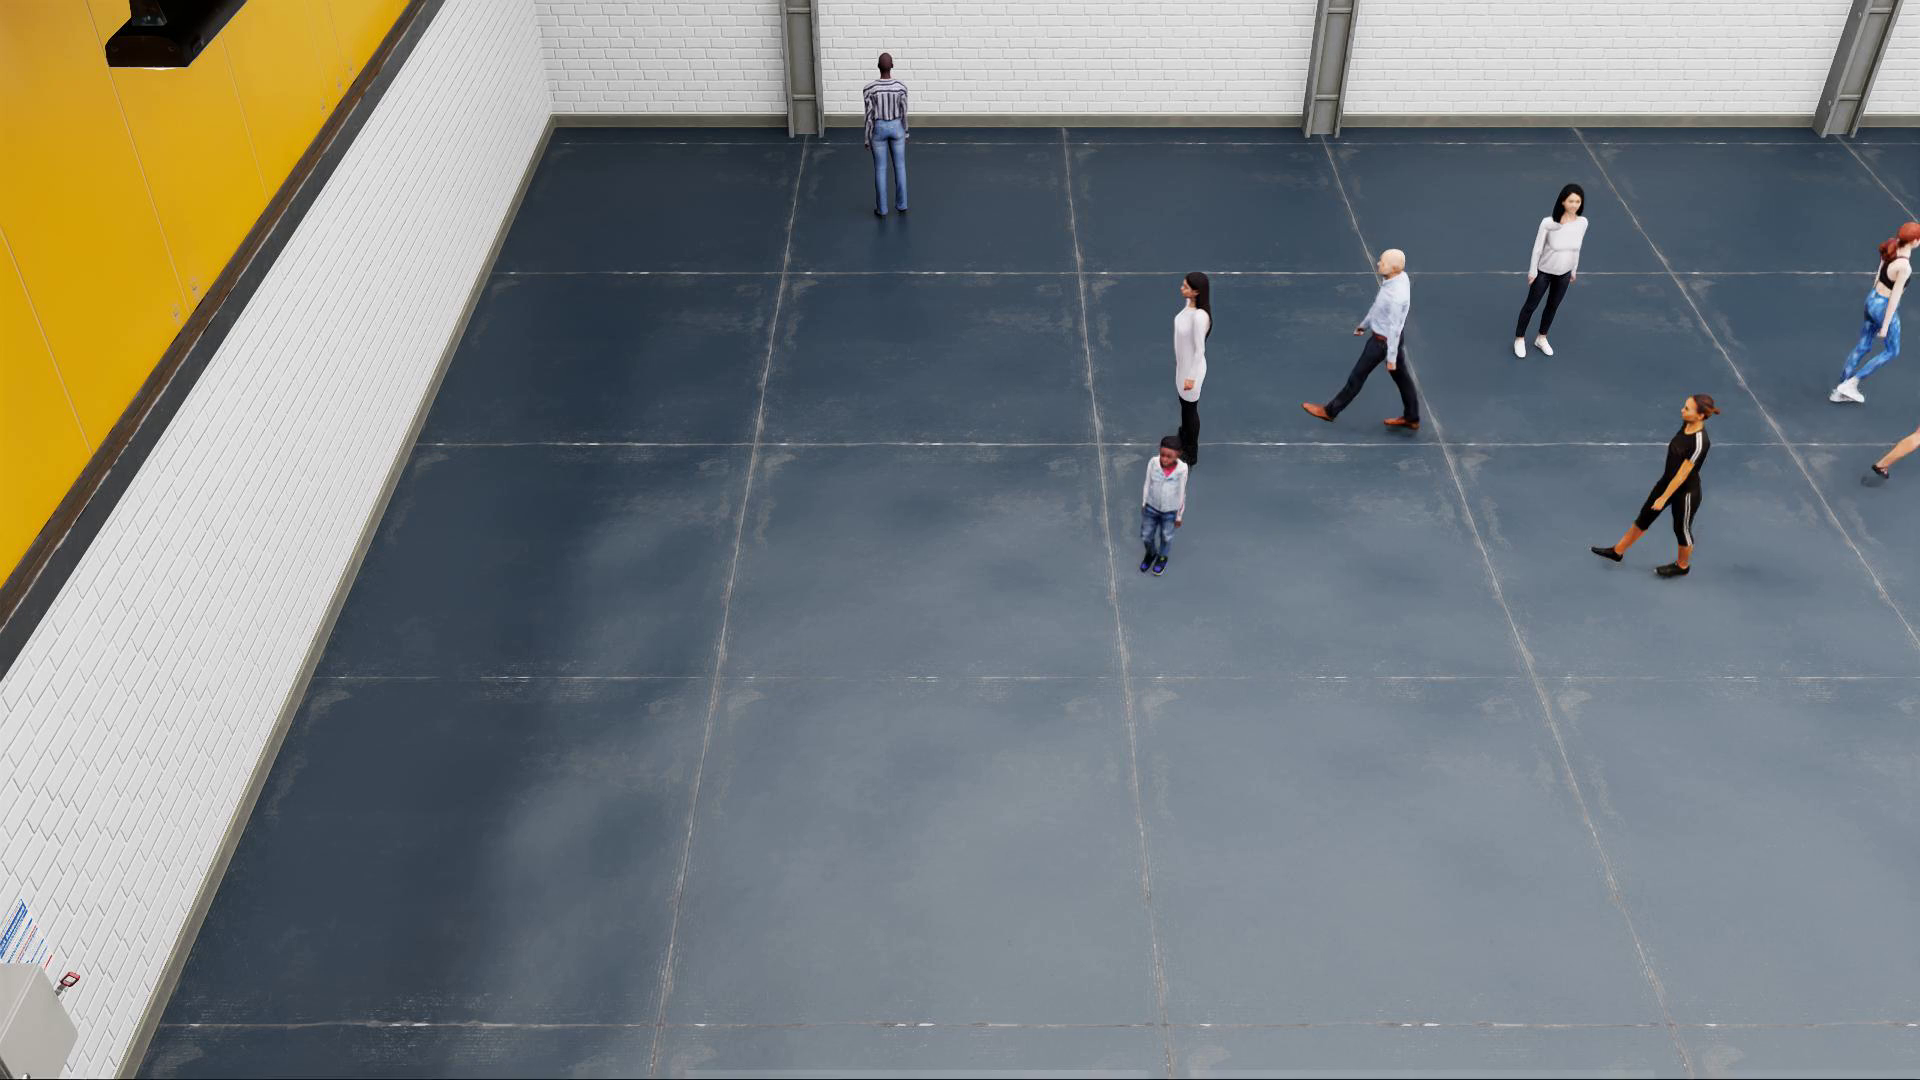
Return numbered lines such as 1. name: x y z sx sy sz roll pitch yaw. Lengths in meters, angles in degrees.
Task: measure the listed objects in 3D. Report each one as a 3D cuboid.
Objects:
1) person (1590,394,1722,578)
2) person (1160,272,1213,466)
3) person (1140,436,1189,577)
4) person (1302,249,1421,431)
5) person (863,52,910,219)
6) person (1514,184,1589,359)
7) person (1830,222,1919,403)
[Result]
1. person: 5.547 -0.373 12.623 0.995 1.635 0.651 2 39 3
2. person: 1.915 -1.420 13.797 0.525 1.807 0.623 -3 39 -4
3. person: 1.591 -0.311 12.849 0.542 1.256 0.627 14 41 17
4. person: 3.699 -1.642 14.133 1.324 1.733 0.907 11 40 14
5. person: -0.751 -4.194 17.279 0.560 1.795 0.742 -9 40 -11
6. person: 5.417 -2.471 15.199 0.518 1.700 0.696 -5 39 -6
7. person: 7.916 -1.938 14.472 0.647 1.773 0.582 -1 39 -2
